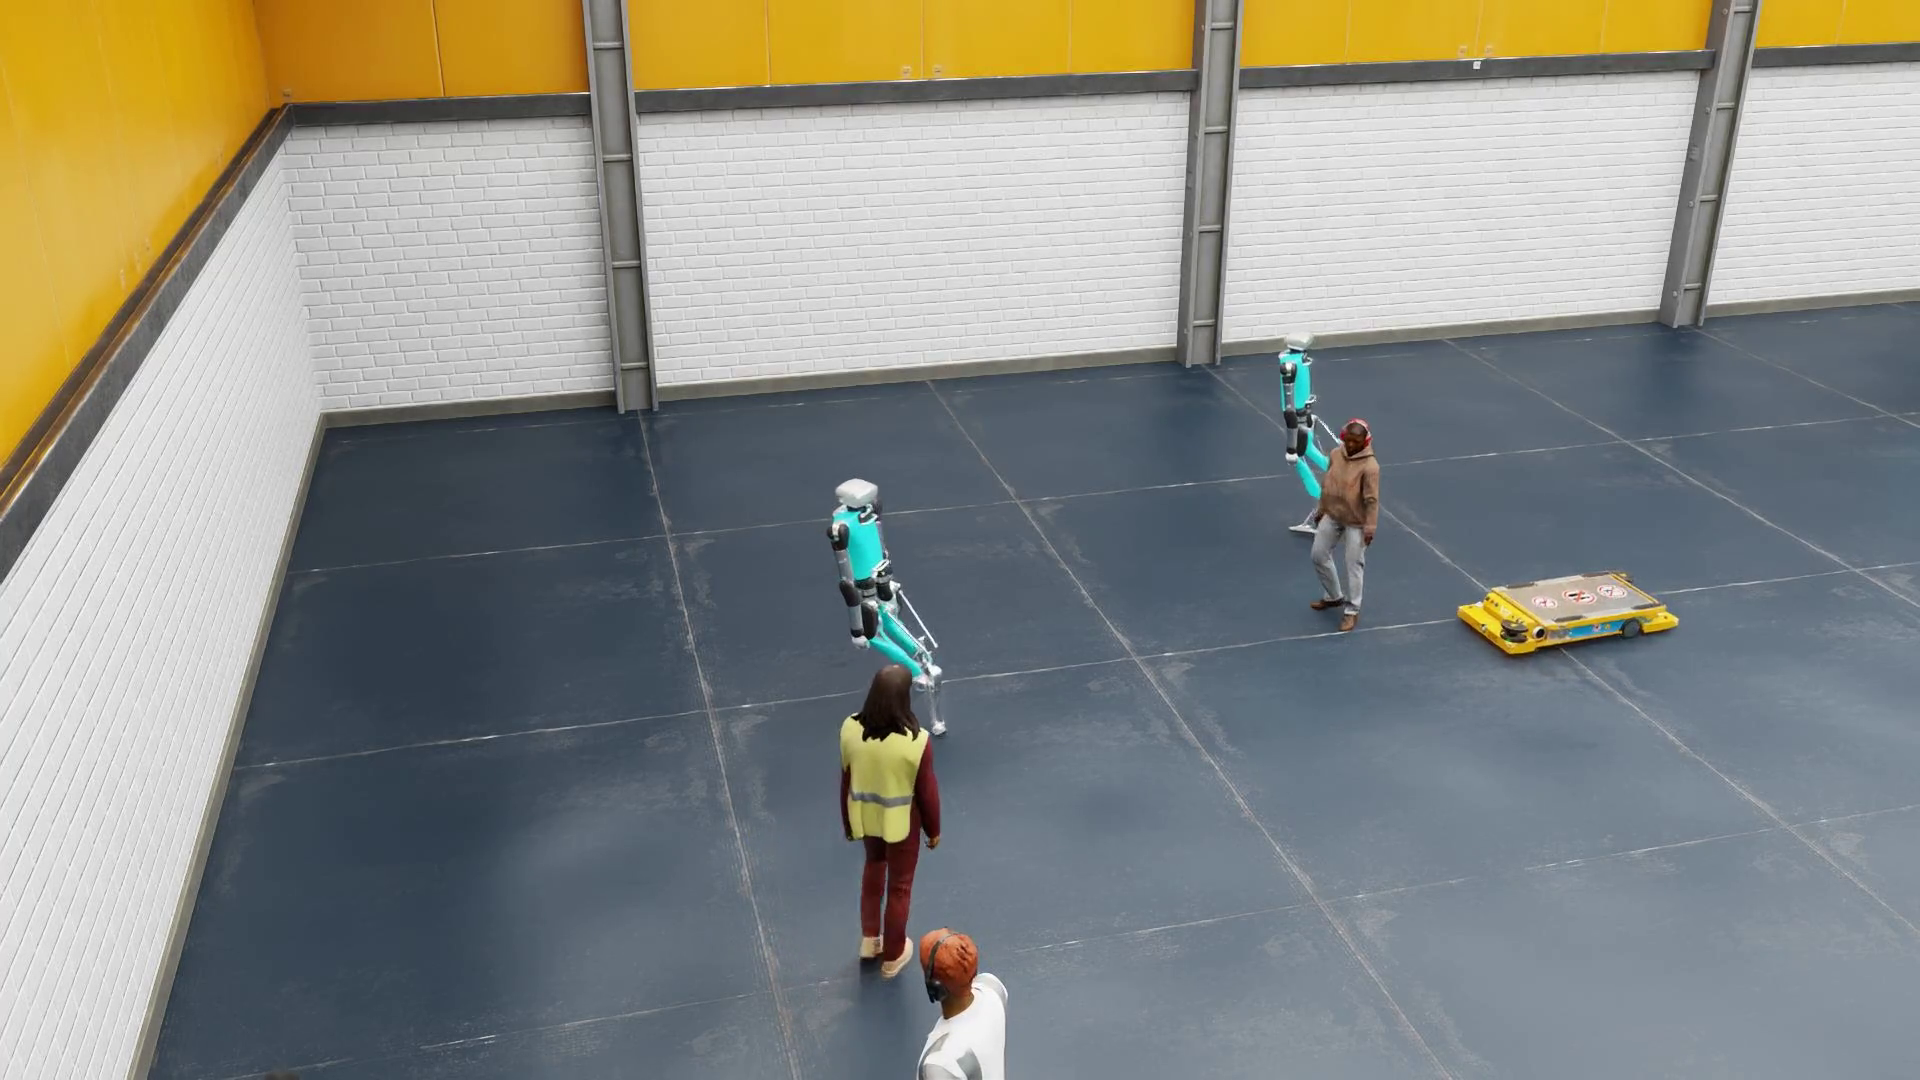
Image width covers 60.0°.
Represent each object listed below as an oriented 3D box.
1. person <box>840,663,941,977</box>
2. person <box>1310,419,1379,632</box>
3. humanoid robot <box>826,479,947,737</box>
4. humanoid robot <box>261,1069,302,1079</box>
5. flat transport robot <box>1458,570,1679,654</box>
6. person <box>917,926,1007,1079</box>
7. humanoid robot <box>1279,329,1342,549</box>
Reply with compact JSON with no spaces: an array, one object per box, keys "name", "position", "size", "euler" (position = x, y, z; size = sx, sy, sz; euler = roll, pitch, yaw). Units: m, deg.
[{"name":"person","position":[-0.340,1.413,8.299],"size":[0.503,1.760,0.448],"euler":[9,25,20]},{"name":"person","position":[2.782,-0.134,11.961],"size":[0.365,1.634,0.525],"euler":[-18,30,-35]},{"name":"humanoid robot","position":[-0.357,0.506,10.398],"size":[0.859,1.783,0.598],"euler":[11,26,23]},{"name":"humanoid robot","position":[-2.308,2.547,5.848],"size":[0.584,1.638,0.668],"euler":[-2,24,-4]},{"name":"flat transport robot","position":[4.451,0.524,12.169],"size":[1.431,0.231,0.659],"euler":[-7,25,-16]},{"name":"person","position":[-0.001,2.257,6.229],"size":[0.337,1.883,0.583],"euler":[8,25,18]},{"name":"humanoid robot","position":[2.871,-0.729,13.331],"size":[0.729,1.900,0.542],"euler":[9,25,20]}]
